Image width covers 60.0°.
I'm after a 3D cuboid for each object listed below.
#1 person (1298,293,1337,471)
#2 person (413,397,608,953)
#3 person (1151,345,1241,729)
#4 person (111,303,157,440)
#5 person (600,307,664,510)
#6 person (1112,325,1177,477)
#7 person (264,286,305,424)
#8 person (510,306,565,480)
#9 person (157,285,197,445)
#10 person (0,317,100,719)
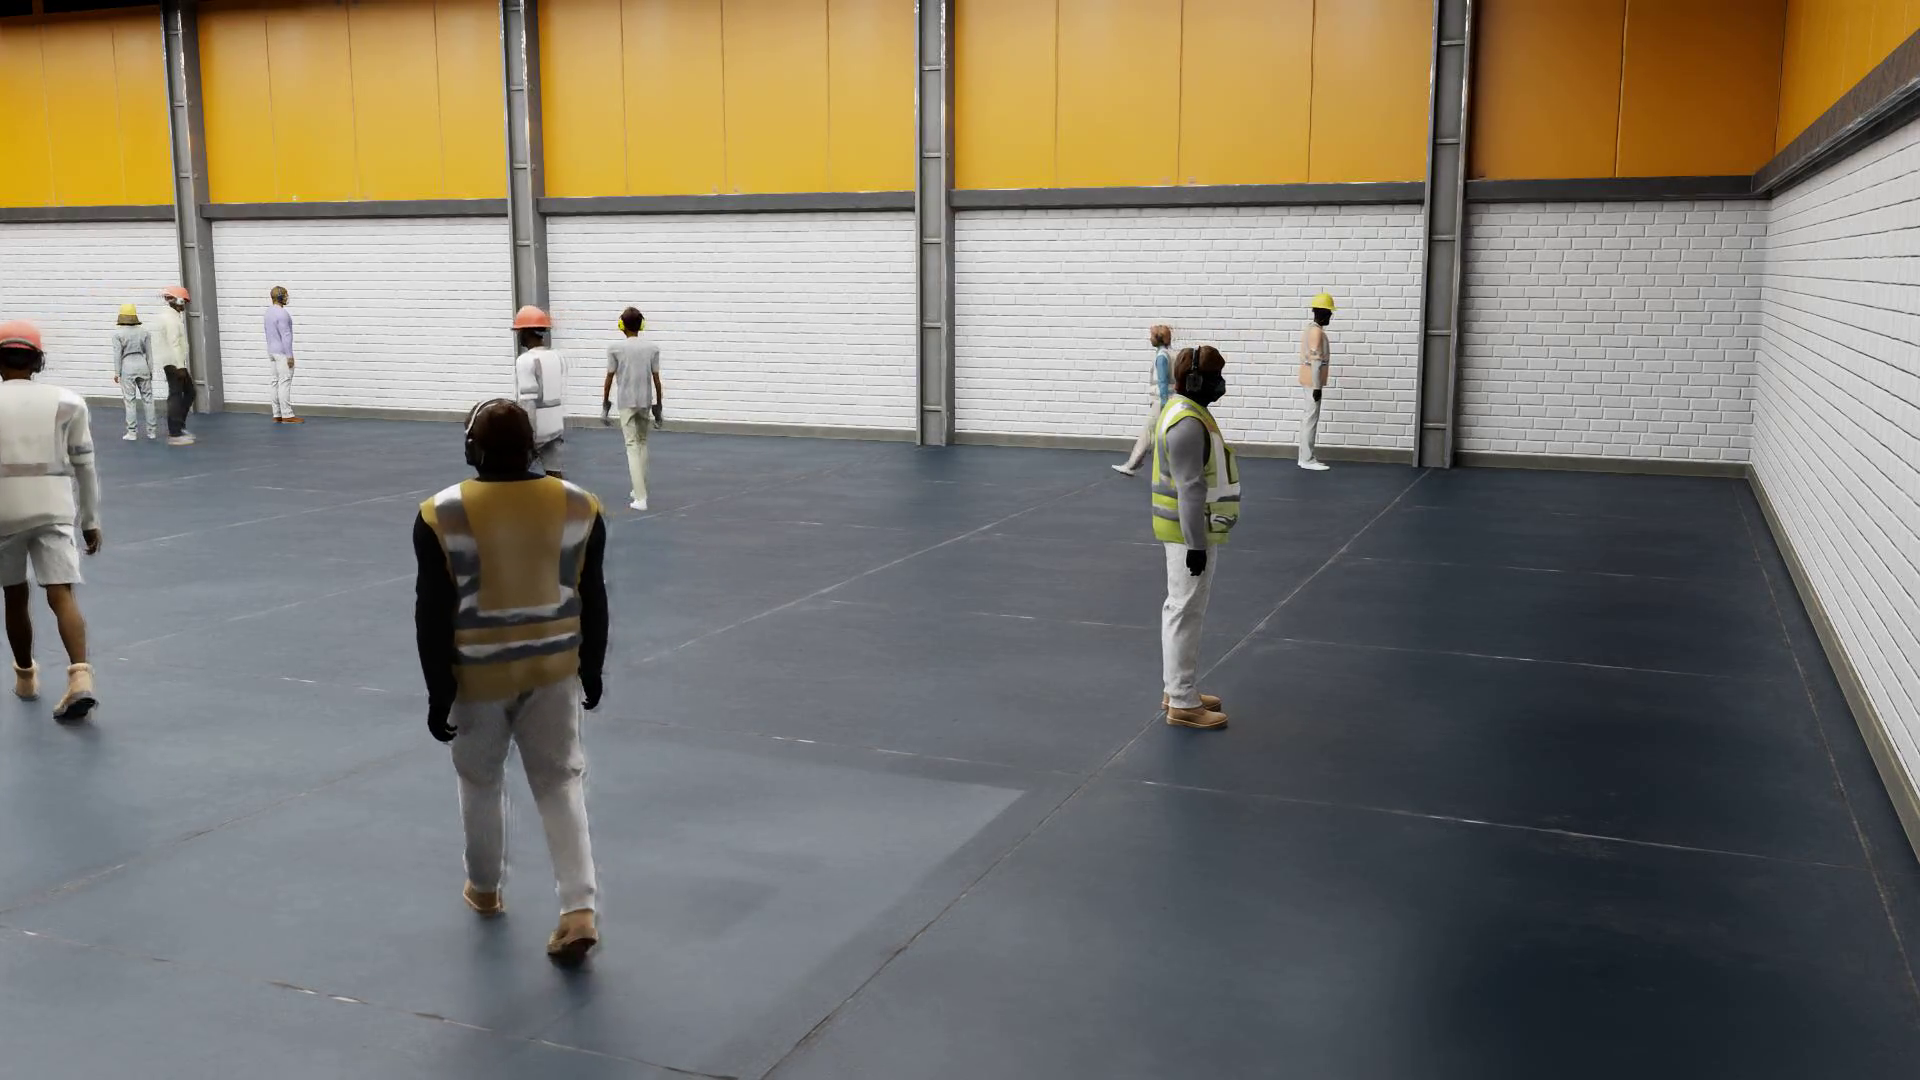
[{"bbox_3d":[3.887,-1.725,18.146,0.384,1.924,0.589,1,9,7],"label":"person"},{"bbox_3d":[-1.433,0.437,5.421,0.634,1.809,0.922,-5,11,-29],"label":"person"},{"bbox_3d":[1.142,-0.023,8.080,0.429,1.842,0.633,1,9,5],"label":"person"},{"bbox_3d":[-10.577,-2.152,21.281,0.300,1.745,0.483,9,13,43],"label":"person"},{"bbox_3d":[-3.061,-1.216,15.341,0.515,1.841,0.829,-6,11,-32],"label":"person"},{"bbox_3d":[2.011,-1.427,17.317,0.846,1.599,0.526,3,10,17],"label":"person"},{"bbox_3d":[-9.528,-2.594,23.371,0.373,1.940,0.629,-9,13,-44],"label":"person"},{"bbox_3d":[-3.346,-0.846,12.869,0.859,1.901,0.563,4,10,22],"label":"person"},{"bbox_3d":[-9.746,-2.177,20.730,0.448,1.968,0.717,-4,10,-21],"label":"person"},{"bbox_3d":[-4.588,-0.108,8.228,0.644,1.981,1.034,-7,12,-36],"label":"person"}]
